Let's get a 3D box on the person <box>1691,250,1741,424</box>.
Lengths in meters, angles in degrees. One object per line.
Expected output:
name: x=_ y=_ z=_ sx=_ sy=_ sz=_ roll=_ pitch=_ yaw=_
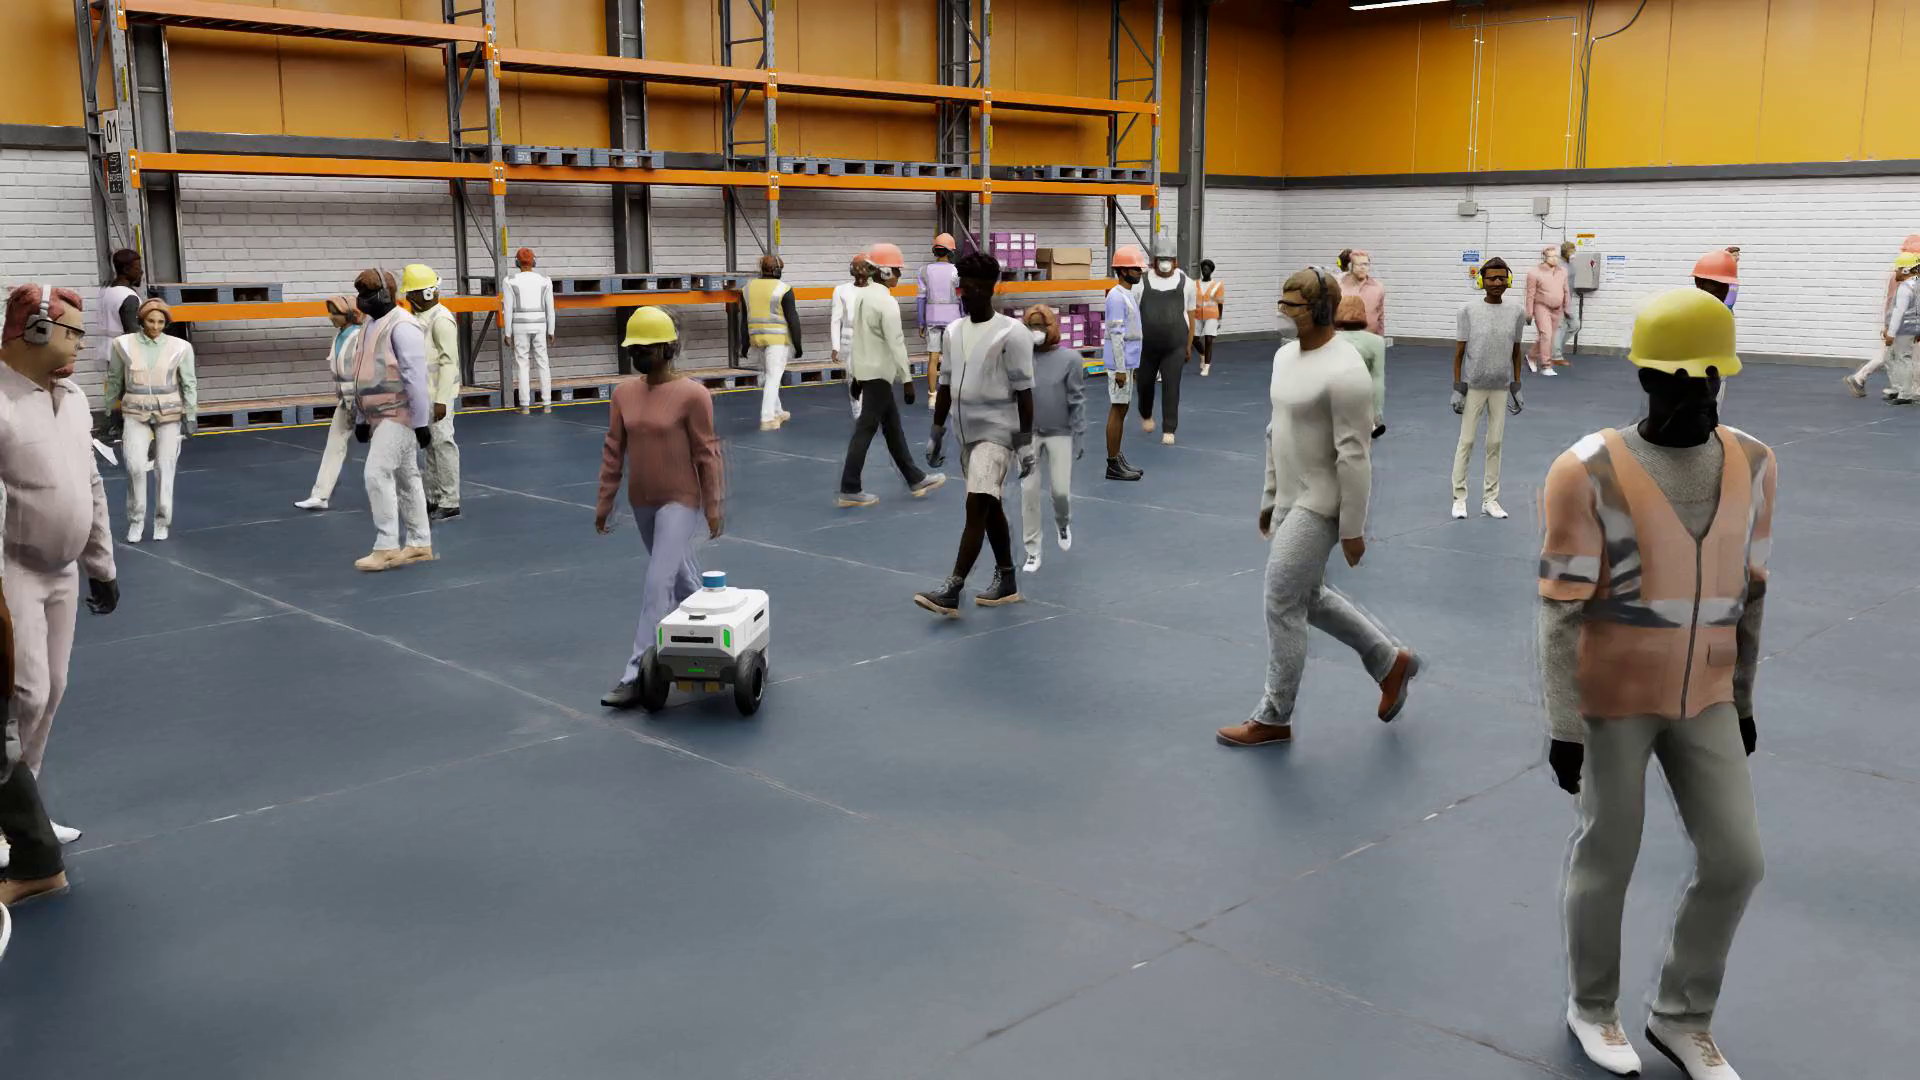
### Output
person: x=4.441 y=-0.760 z=9.983 sx=0.548 sy=1.932 sz=0.377 roll=-10 pitch=14 yaw=-43

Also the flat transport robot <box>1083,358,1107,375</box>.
flat transport robot: x=1.693 y=-2.481 z=23.900 sx=0.652 sy=0.197 sz=1.431 roll=7 pitch=12 yaw=33

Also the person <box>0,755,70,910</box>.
person: x=-3.074 y=0.279 z=4.717 sx=0.927 sy=1.791 sz=0.496 roll=-8 pitch=13 yaw=-37

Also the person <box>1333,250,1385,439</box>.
person: x=3.953 y=-1.936 z=16.569 sx=0.670 sy=1.858 sz=0.982 roll=-1 pitch=10 yaw=-4

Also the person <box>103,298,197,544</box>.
person: x=-5.322 y=-0.780 z=10.941 sx=0.583 sy=1.609 sz=0.495 roll=-4 pitch=11 yaw=-22

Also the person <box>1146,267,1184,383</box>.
person: x=2.799 y=-3.125 z=22.911 sx=0.622 sy=1.914 sz=0.403 roll=5 pitch=11 yaw=24

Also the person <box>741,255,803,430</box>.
person: x=-1.910 y=-2.083 z=17.538 sx=0.646 sy=1.805 sz=0.850 roll=6 pitch=12 yaw=29

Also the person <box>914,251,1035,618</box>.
person: x=0.018 y=-0.551 z=8.837 sx=0.919 sy=1.928 sz=0.630 roll=-9 pitch=14 yaw=-39

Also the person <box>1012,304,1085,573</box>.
person: x=0.518 y=-0.628 z=10.117 sx=0.515 sy=1.617 sz=0.498 roll=2 pitch=11 yaw=12

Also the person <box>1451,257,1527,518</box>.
person: x=3.787 y=-1.083 z=11.914 sx=0.512 sy=1.872 sz=0.330 roll=0 pitch=10 yaw=0

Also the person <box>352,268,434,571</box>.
person: x=-3.534 y=-0.722 z=10.082 sx=0.694 sy=1.818 sz=0.660 roll=-8 pitch=13 yaw=-38

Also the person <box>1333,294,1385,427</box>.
person: x=2.790 y=-0.975 z=12.062 sx=0.523 sy=1.585 sz=0.825 roll=1 pitch=10 yaw=7

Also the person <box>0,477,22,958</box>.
person: x=-2.551 y=0.392 z=4.045 sx=0.503 sy=1.806 sz=1.003 roll=-5 pitch=12 yaw=-27

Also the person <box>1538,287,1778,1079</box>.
person: x=1.657 y=0.376 z=3.865 sx=0.615 sy=1.899 sz=0.629 roll=-2 pitch=11 yaw=-9

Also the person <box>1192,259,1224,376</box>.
person: x=3.561 y=-3.224 z=24.073 sx=0.546 sy=1.684 sz=0.544 roll=5 pitch=11 yaw=24

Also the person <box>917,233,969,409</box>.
person: x=-0.188 y=-2.546 z=19.421 sx=0.616 sy=2.041 sz=0.378 roll=3 pitch=11 yaw=13

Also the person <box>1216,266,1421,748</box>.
person: x=1.465 y=-0.126 z=6.599 sx=0.831 sy=1.913 sz=0.635 roll=-2 pitch=11 yaw=-10

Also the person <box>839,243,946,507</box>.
person: x=-0.492 y=-1.231 z=12.483 sx=0.980 sy=1.945 sz=0.658 roll=-4 pitch=11 yaw=-22

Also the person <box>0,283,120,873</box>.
person: x=-3.043 y=0.114 z=5.398 sx=0.502 sy=1.867 sz=0.668 roll=1 pitch=10 yaw=3

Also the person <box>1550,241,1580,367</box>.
person: x=9.335 y=-3.638 z=25.690 sx=0.436 sy=1.927 sz=0.662 roll=9 pitch=14 yaw=41

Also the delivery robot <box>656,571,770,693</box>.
delivery robot: x=-1.070 y=0.381 z=7.265 sx=0.477 sy=0.478 sz=0.707 roll=1 pitch=10 yaw=7

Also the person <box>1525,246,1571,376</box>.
person: x=8.526 y=-3.346 z=24.254 sx=0.647 sy=1.875 sz=0.882 roll=-4 pitch=11 yaw=-20

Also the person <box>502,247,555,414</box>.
person: x=-4.894 y=-2.374 z=18.912 sx=0.584 sy=1.883 sz=0.337 roll=-6 pitch=12 yaw=-28

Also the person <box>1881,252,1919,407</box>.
person: x=11.093 y=-2.479 z=19.646 sx=0.520 sy=1.816 sz=0.607 roll=10 pitch=14 yaw=43

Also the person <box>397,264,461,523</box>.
person: x=-3.762 y=-1.038 z=11.801 sx=0.403 sy=1.823 sz=0.586 roll=-7 pitch=12 yaw=-33

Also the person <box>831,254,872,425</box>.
person: x=-1.005 y=-1.960 z=16.811 sx=0.575 sy=1.842 sz=0.985 roll=0 pitch=10 yaw=2

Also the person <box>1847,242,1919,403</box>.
person: x=11.418 y=-2.647 z=20.256 sx=0.664 sy=1.955 sz=0.910 roll=-5 pitch=11 yaw=-24

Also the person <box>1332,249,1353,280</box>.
person: x=4.785 y=-2.676 z=20.636 sx=0.519 sy=1.854 sz=0.434 roll=0 pitch=10 yaw=-1

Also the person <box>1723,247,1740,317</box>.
person: x=11.760 y=-3.579 z=25.596 sx=0.393 sy=1.844 sz=0.563 roll=9 pitch=14 yaw=40

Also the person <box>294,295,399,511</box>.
person: x=-4.473 y=-1.008 z=12.276 sx=0.519 sy=1.580 sz=0.881 roll=9 pitch=14 yaw=40

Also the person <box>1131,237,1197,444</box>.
person: x=1.984 y=-1.996 z=16.428 sx=0.688 sy=2.000 sz=0.863 roll=1 pitch=10 yaw=7

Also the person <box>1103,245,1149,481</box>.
person: x=1.375 y=-1.468 z=13.828 sx=0.359 sy=1.939 sz=0.542 roll=2 pitch=11 yaw=13

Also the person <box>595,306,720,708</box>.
person: x=-1.332 y=-0.169 z=7.352 sx=0.545 sy=1.715 sz=0.925 roll=6 pitch=12 yaw=29

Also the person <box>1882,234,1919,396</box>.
person: x=11.912 y=-2.792 z=20.796 sx=0.640 sy=2.032 sz=0.480 roll=-6 pitch=12 yaw=-31

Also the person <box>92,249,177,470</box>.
person: x=-7.120 y=-1.528 z=14.236 sx=0.543 sy=1.904 sz=0.622 roll=-9 pitch=14 yaw=-40
